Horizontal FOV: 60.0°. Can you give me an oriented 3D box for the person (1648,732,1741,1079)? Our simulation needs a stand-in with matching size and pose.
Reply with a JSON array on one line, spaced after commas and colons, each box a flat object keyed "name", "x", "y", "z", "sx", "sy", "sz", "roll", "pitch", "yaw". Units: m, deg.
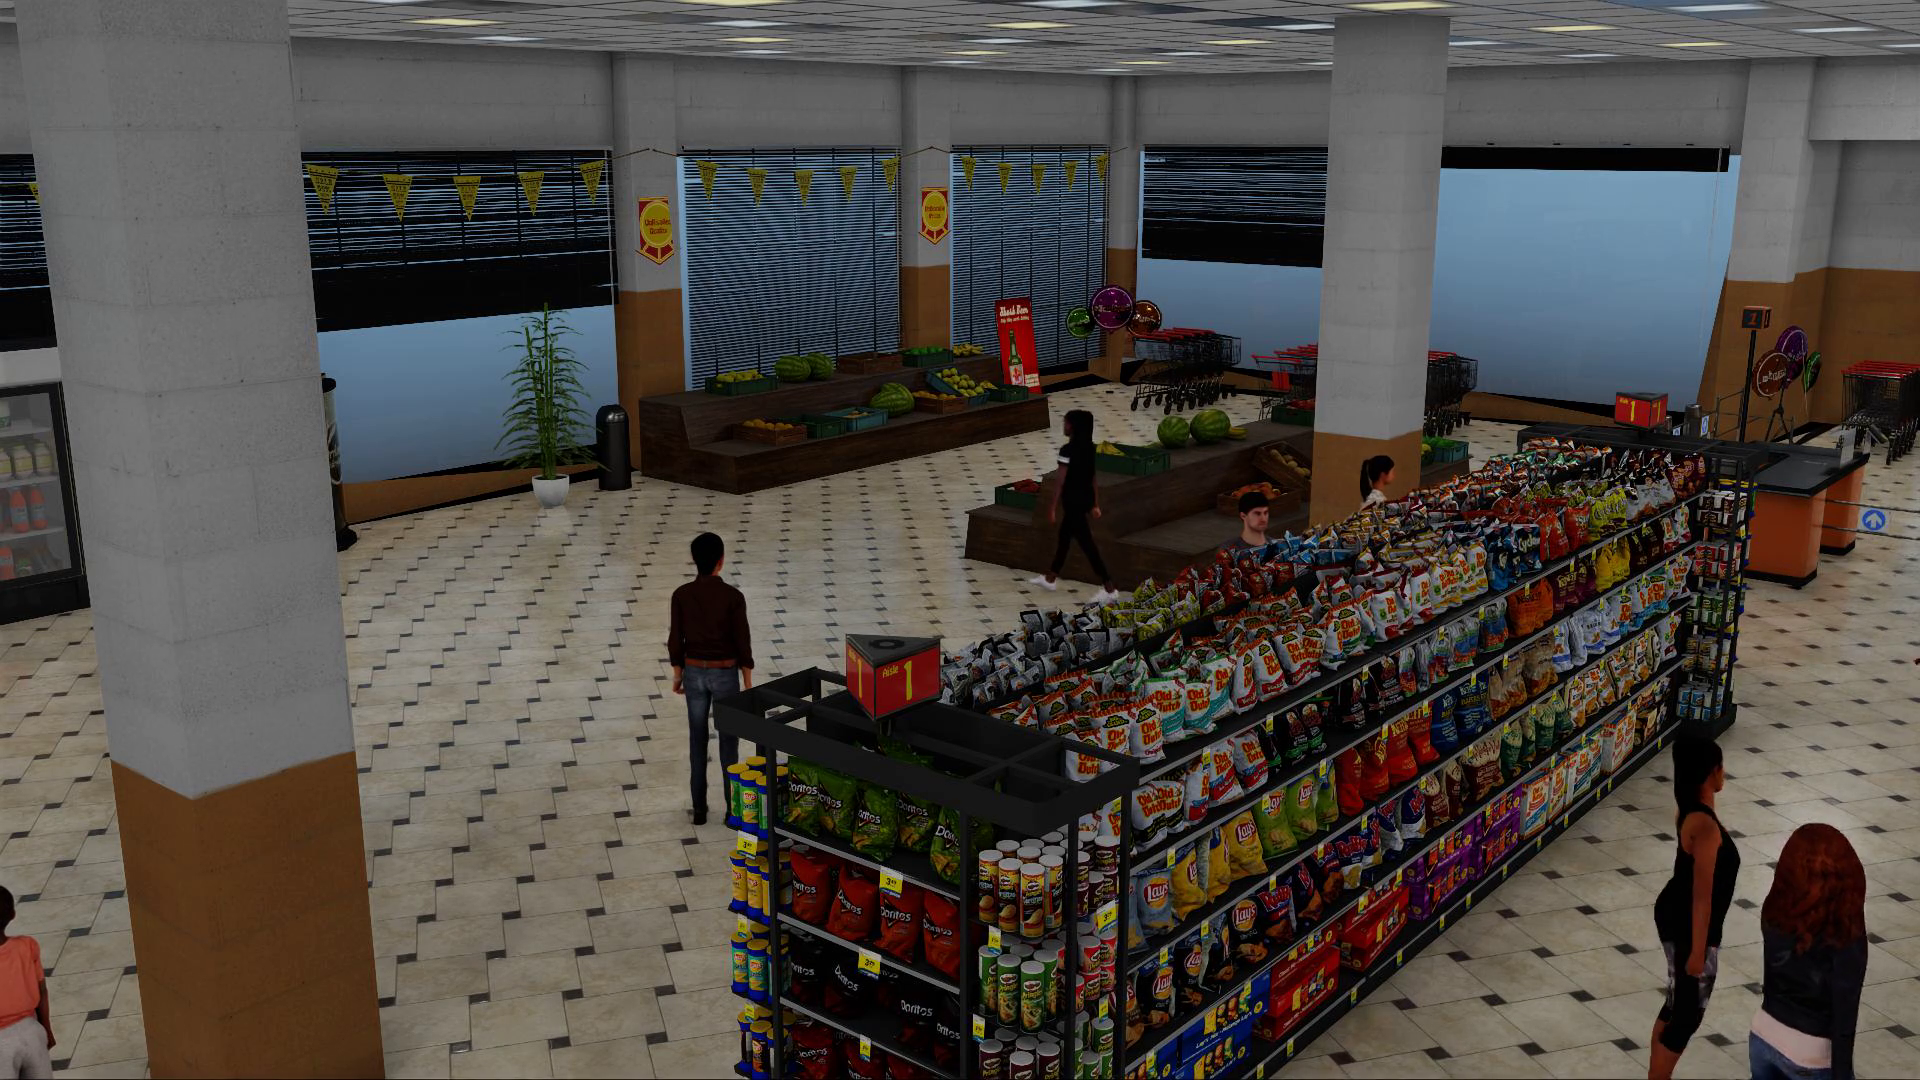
[{"name": "person", "x": 3.021, "y": 1.633, "z": 6.916, "sx": 0.869, "sy": 1.638, "sz": 0.652, "roll": 7, "pitch": 15, "yaw": 25}]

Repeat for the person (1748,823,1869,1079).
[{"name": "person", "x": 2.811, "y": 1.872, "z": 5.748, "sx": 1.240, "sy": 1.724, "sz": 1.054, "roll": -3, "pitch": 14, "yaw": -14}]

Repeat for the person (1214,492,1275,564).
[{"name": "person", "x": 1.862, "y": 0.593, "z": 10.744, "sx": 0.616, "sy": 1.854, "sz": 0.798, "roll": -8, "pitch": 16, "yaw": -29}]

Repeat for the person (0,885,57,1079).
[{"name": "person", "x": -3.654, "y": 1.930, "z": 6.385, "sx": 0.562, "sy": 1.310, "sz": 0.412, "roll": 10, "pitch": 17, "yaw": 35}]

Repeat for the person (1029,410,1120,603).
[{"name": "person", "x": 1.104, "y": -0.255, "z": 14.612, "sx": 0.751, "sy": 1.679, "sz": 1.162, "roll": 9, "pitch": 16, "yaw": 33}]

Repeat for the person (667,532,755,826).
[{"name": "person", "x": -1.485, "y": 0.829, "z": 9.928, "sx": 0.719, "sy": 1.779, "sz": 0.719, "roll": 1, "pitch": 14, "yaw": 6}]

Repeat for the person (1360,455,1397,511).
[{"name": "person", "x": 3.175, "y": 0.156, "z": 13.056, "sx": 0.987, "sy": 1.615, "sz": 0.955, "roll": 0, "pitch": 14, "yaw": 0}]
